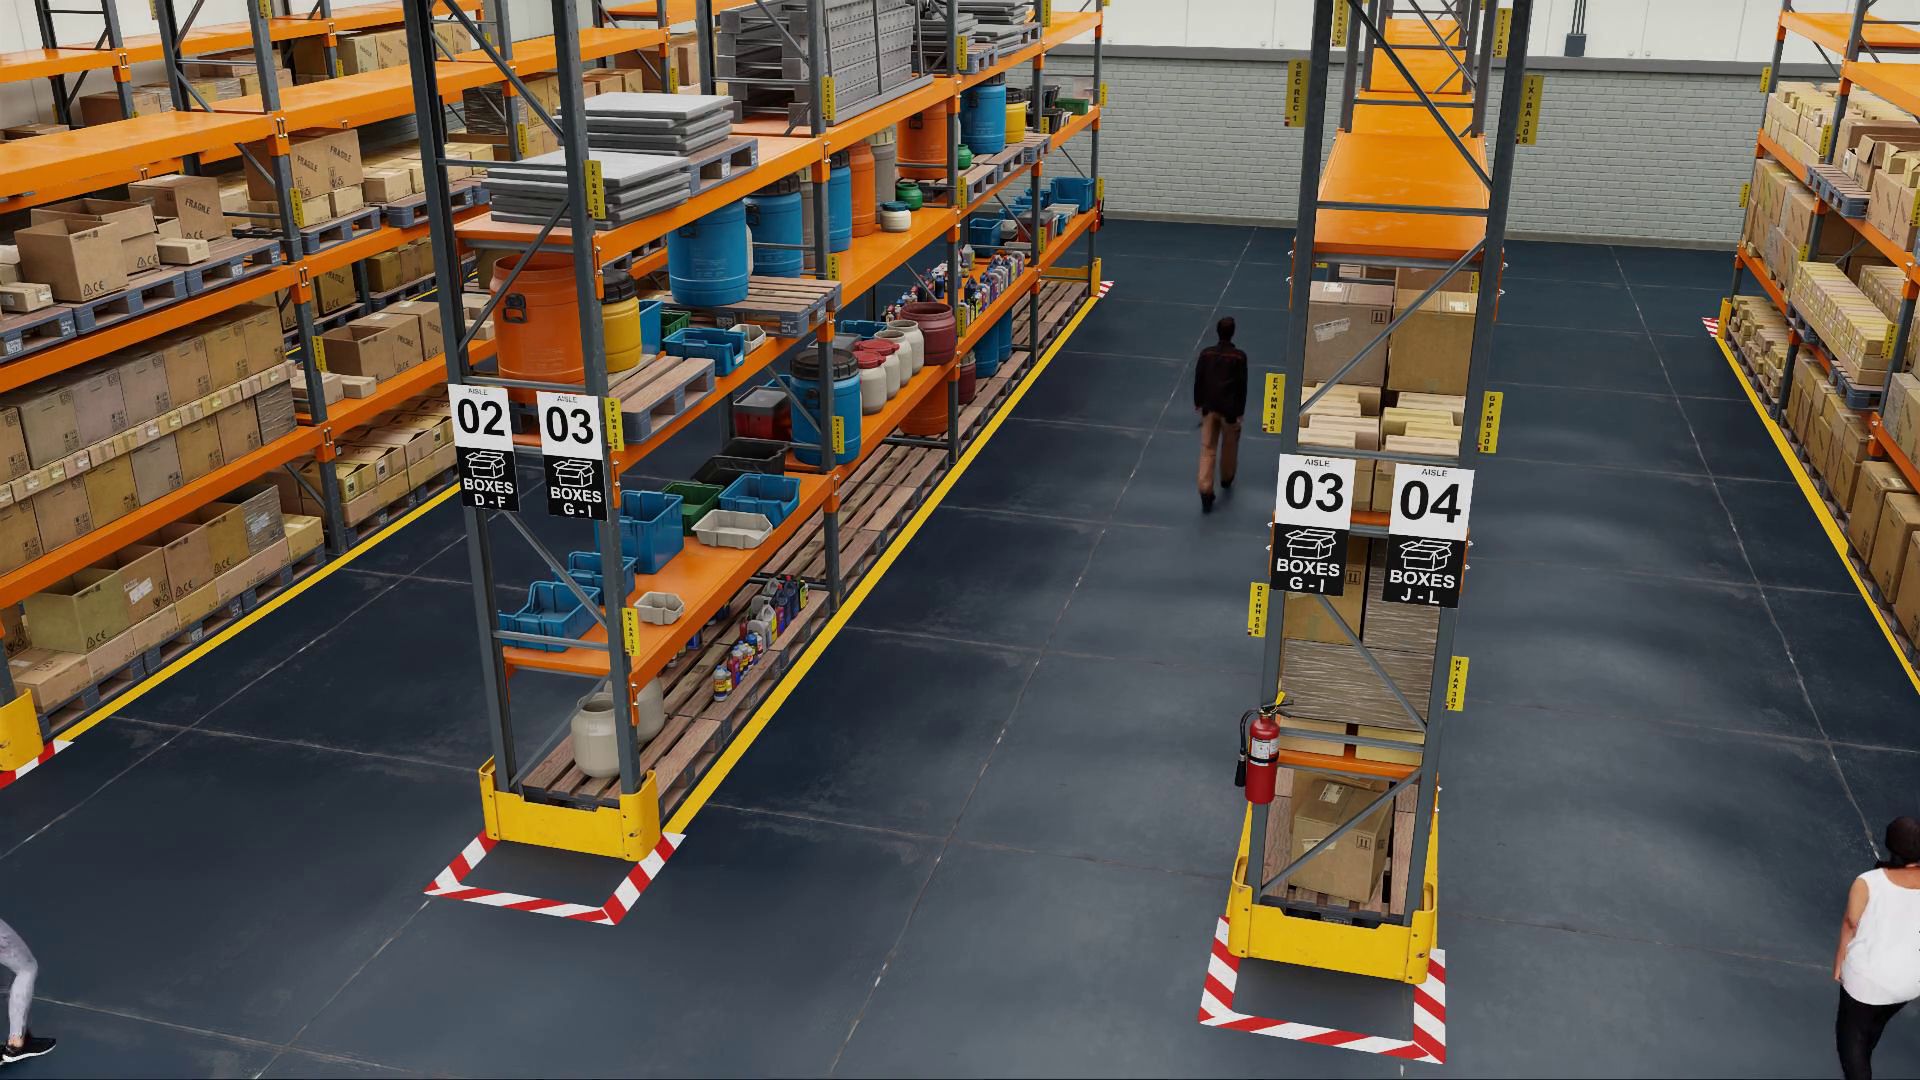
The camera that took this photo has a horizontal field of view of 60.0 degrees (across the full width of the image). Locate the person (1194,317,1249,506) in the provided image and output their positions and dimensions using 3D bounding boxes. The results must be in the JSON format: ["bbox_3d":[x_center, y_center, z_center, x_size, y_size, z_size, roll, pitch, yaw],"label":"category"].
[{"bbox_3d":[2.588,-1.256,16.721,0.770,1.879,1.228,8,24,19],"label":"person"}]

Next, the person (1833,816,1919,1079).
[{"bbox_3d":[4.733,2.217,8.515,0.691,1.664,1.009,4,23,10],"label":"person"}]
